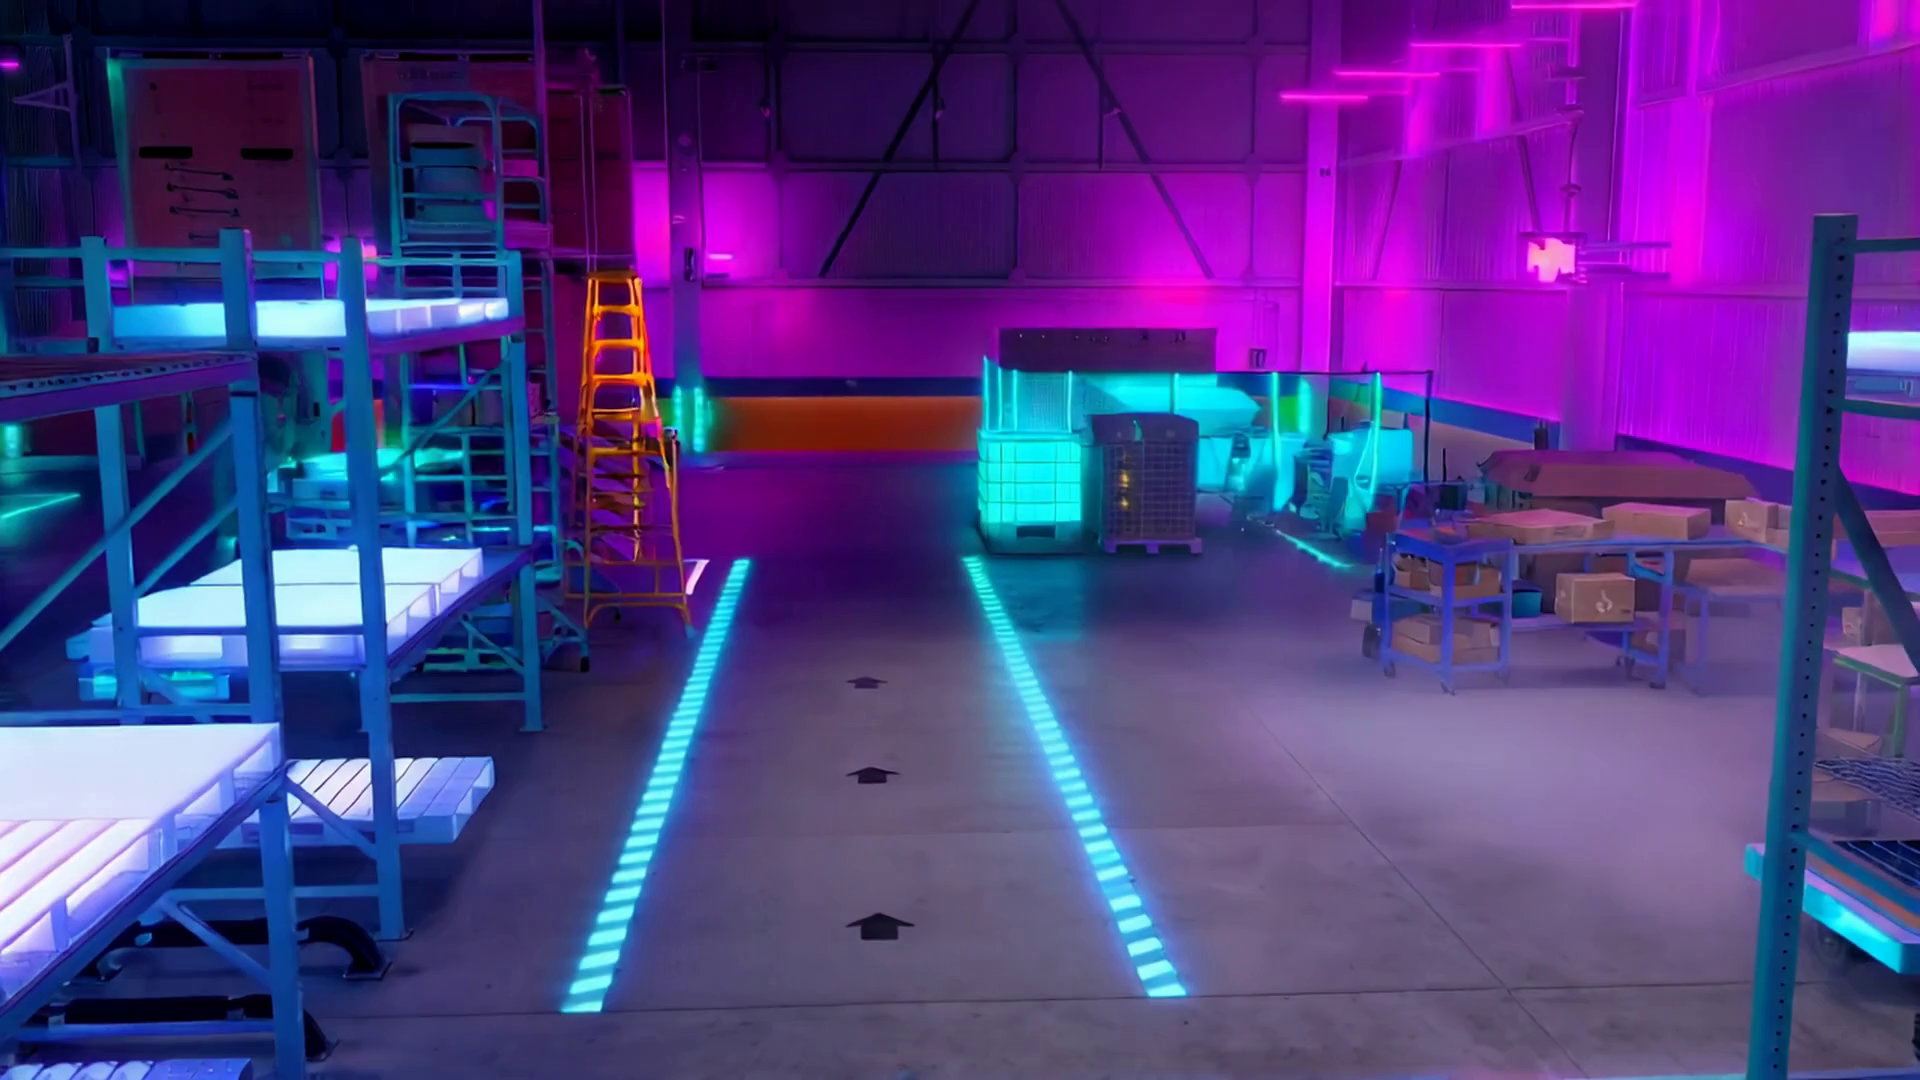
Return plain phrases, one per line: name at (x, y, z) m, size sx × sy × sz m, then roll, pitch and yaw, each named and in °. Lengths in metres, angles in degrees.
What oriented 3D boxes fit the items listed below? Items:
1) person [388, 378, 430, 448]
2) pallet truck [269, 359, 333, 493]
person at (-5.308, -0.599, 15.918) m, size 0.510 × 1.923 × 0.630 m, roll -4°, pitch 10°, yaw -25°
pallet truck at (-7.062, -1.131, 18.996) m, size 1.885 × 1.965 × 0.823 m, roll 2°, pitch 9°, yaw 13°
